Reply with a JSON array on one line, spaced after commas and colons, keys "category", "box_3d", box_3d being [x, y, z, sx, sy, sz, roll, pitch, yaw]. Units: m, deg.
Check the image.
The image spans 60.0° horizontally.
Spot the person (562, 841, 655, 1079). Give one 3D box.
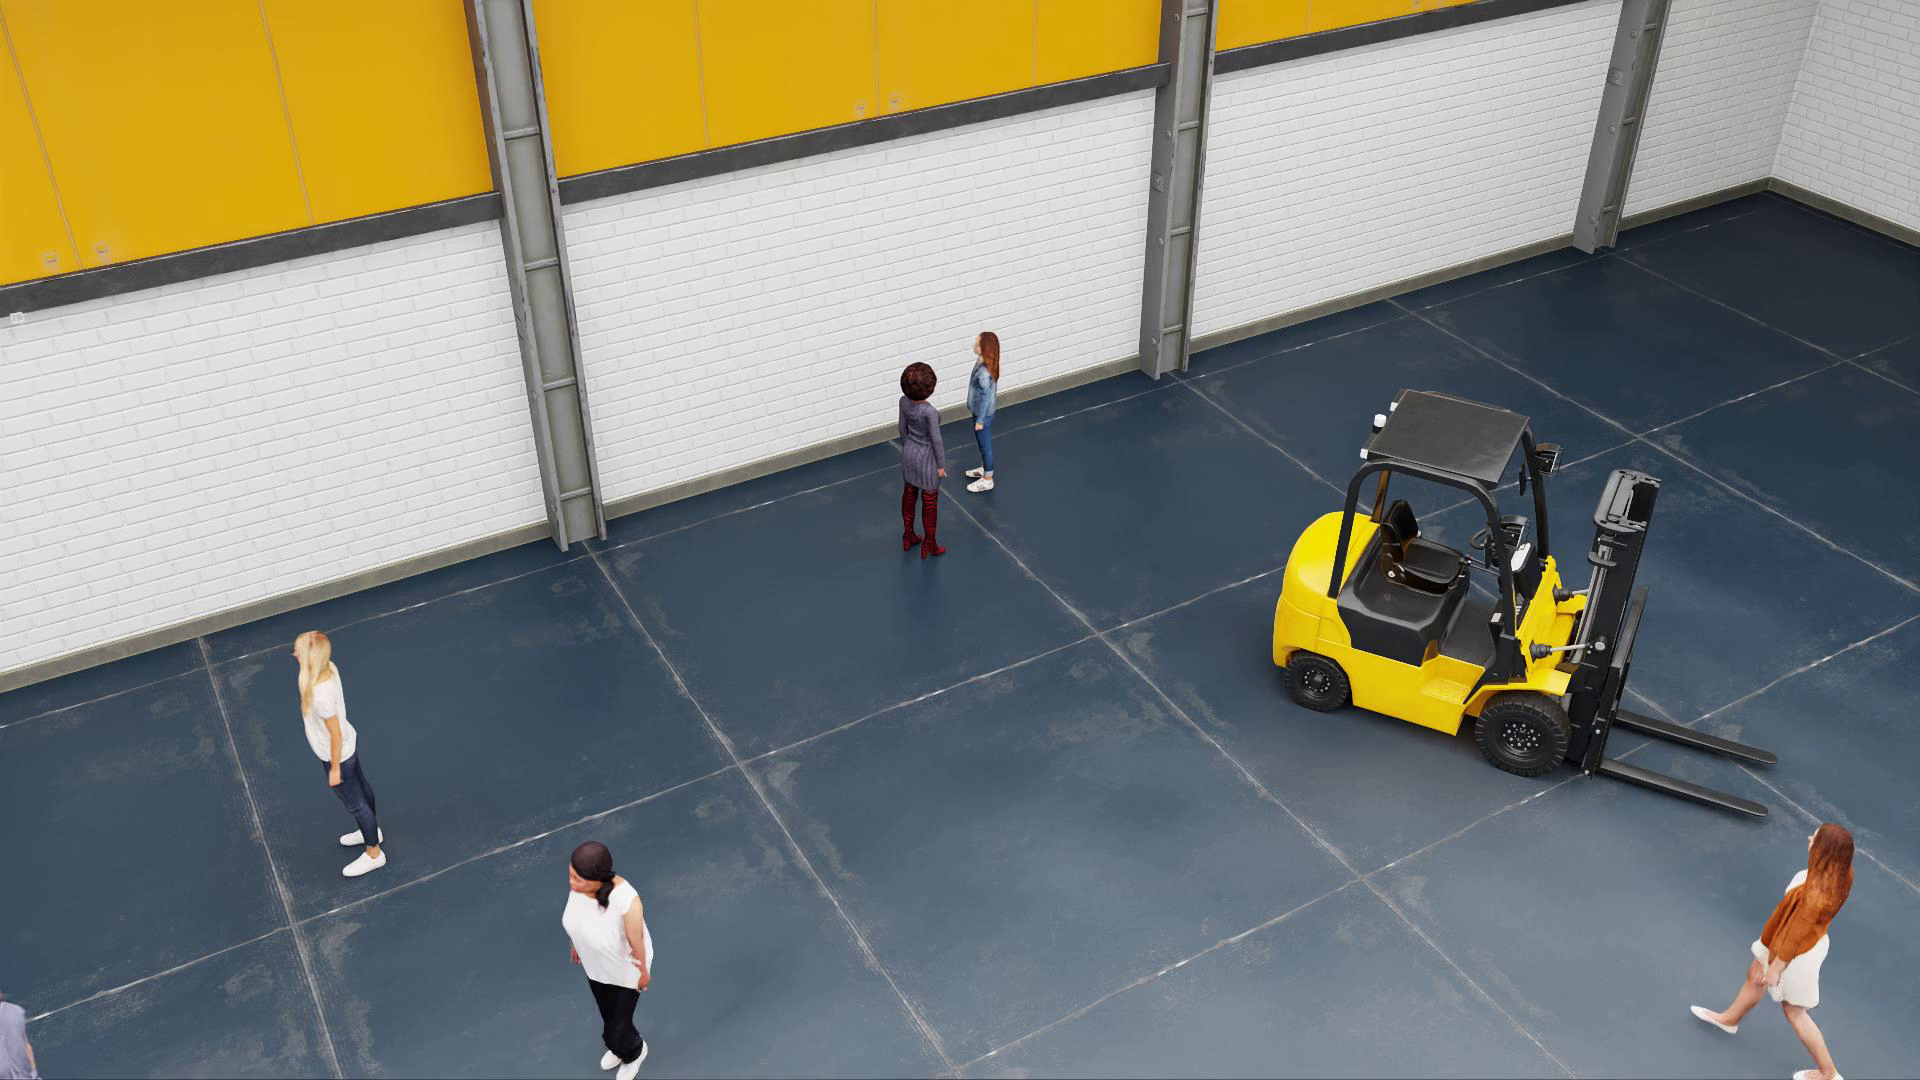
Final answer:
[{"category": "person", "box_3d": [-1.841, 2.241, 8.996, 0.735, 1.674, 0.729, 26, 42, 33]}]

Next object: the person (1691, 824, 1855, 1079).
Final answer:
[{"category": "person", "box_3d": [4.587, 2.264, 8.948, 0.917, 1.689, 1.096, 25, 41, 33]}]

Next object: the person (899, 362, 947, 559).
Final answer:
[{"category": "person", "box_3d": [-0.316, -0.634, 13.288, 0.637, 1.711, 0.609, 27, 42, 34]}]

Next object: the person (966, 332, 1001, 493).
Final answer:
[{"category": "person", "box_3d": [0.204, -1.114, 14.221, 0.650, 1.477, 0.640, 0, 34, -1]}]

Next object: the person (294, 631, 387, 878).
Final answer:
[{"category": "person", "box_3d": [-3.834, 1.297, 10.294, 0.575, 1.808, 0.643, -10, 35, -14]}]
